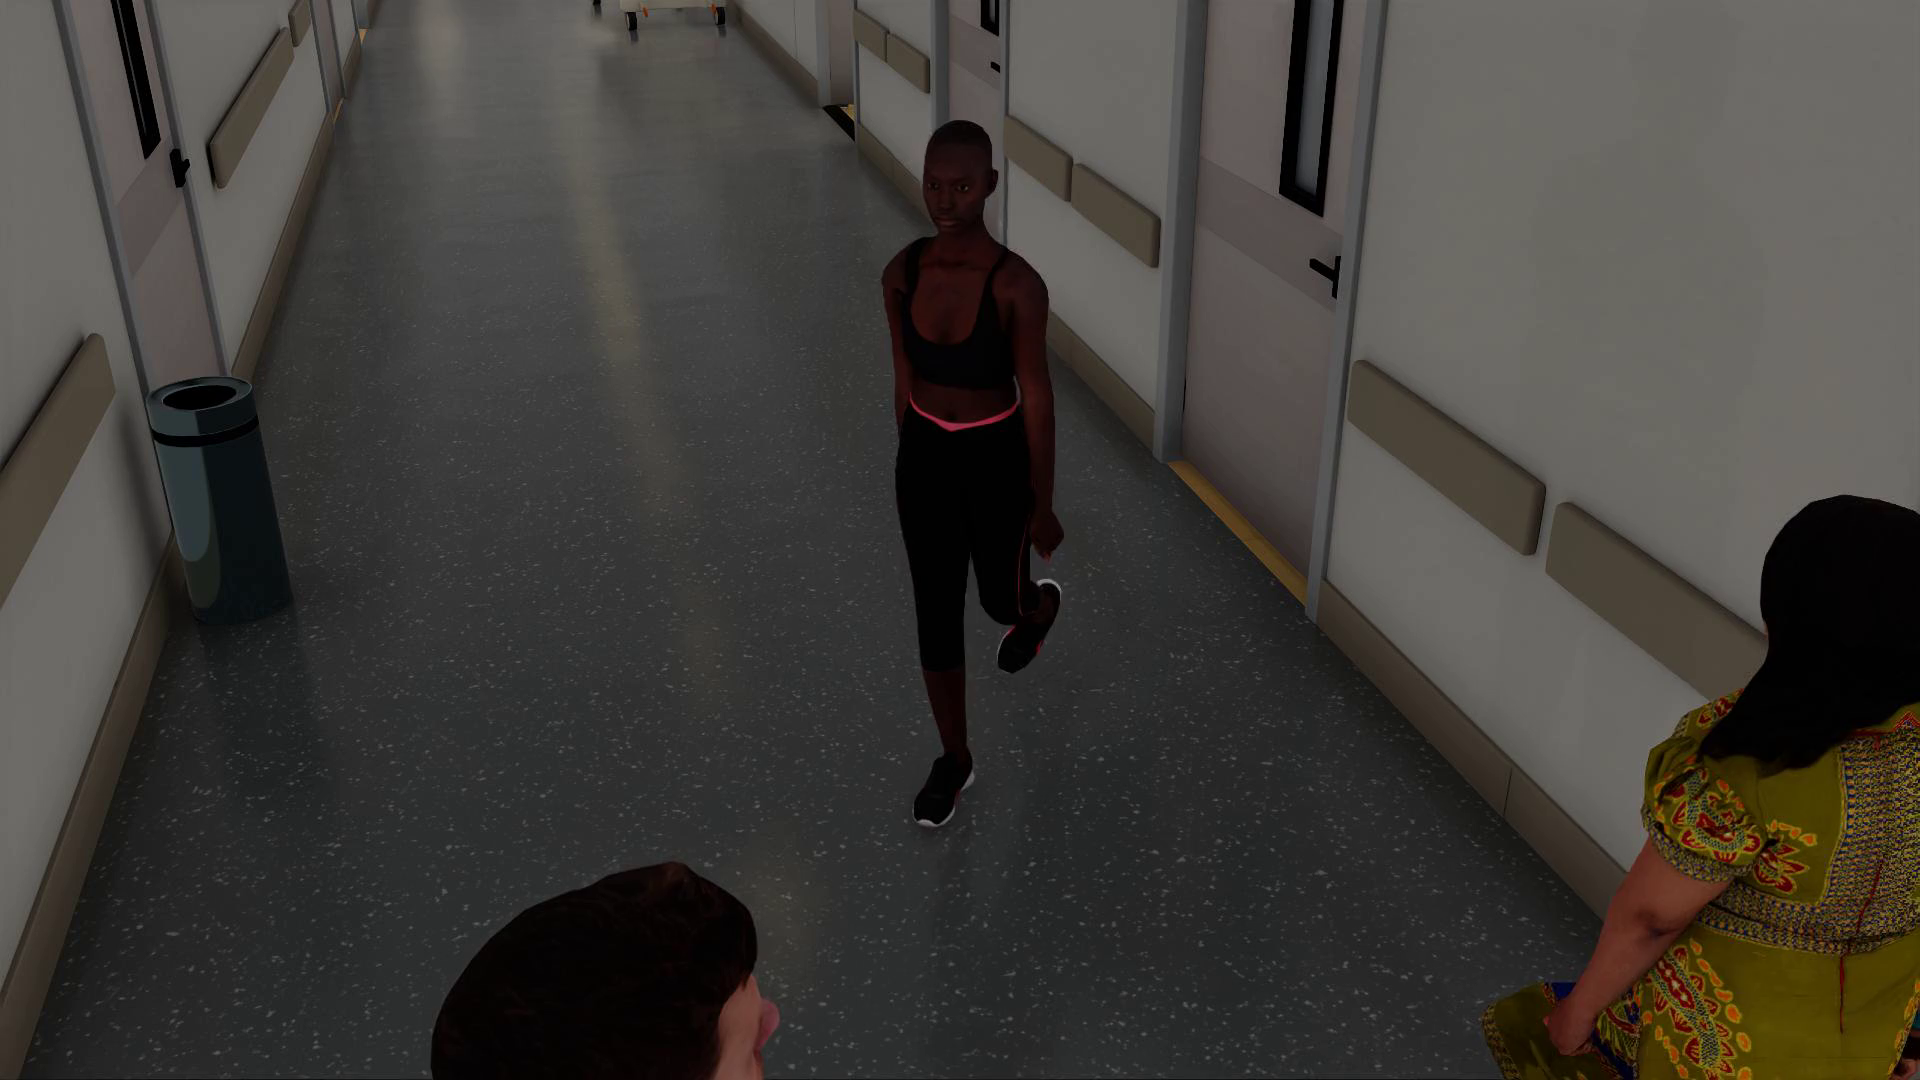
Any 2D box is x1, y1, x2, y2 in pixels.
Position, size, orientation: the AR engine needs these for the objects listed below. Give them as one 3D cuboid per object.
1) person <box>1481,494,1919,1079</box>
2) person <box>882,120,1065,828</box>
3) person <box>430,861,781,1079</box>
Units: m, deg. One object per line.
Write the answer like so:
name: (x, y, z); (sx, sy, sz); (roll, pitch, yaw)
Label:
person: (1.151, 0.767, 2.304); (1.255, 1.602, 0.788); (-8, 27, -16)
person: (0.057, -0.183, 4.138); (1.074, 1.720, 1.052); (10, 27, 20)
person: (-0.240, 1.063, 1.406); (0.724, 1.850, 0.744); (22, 33, 38)
